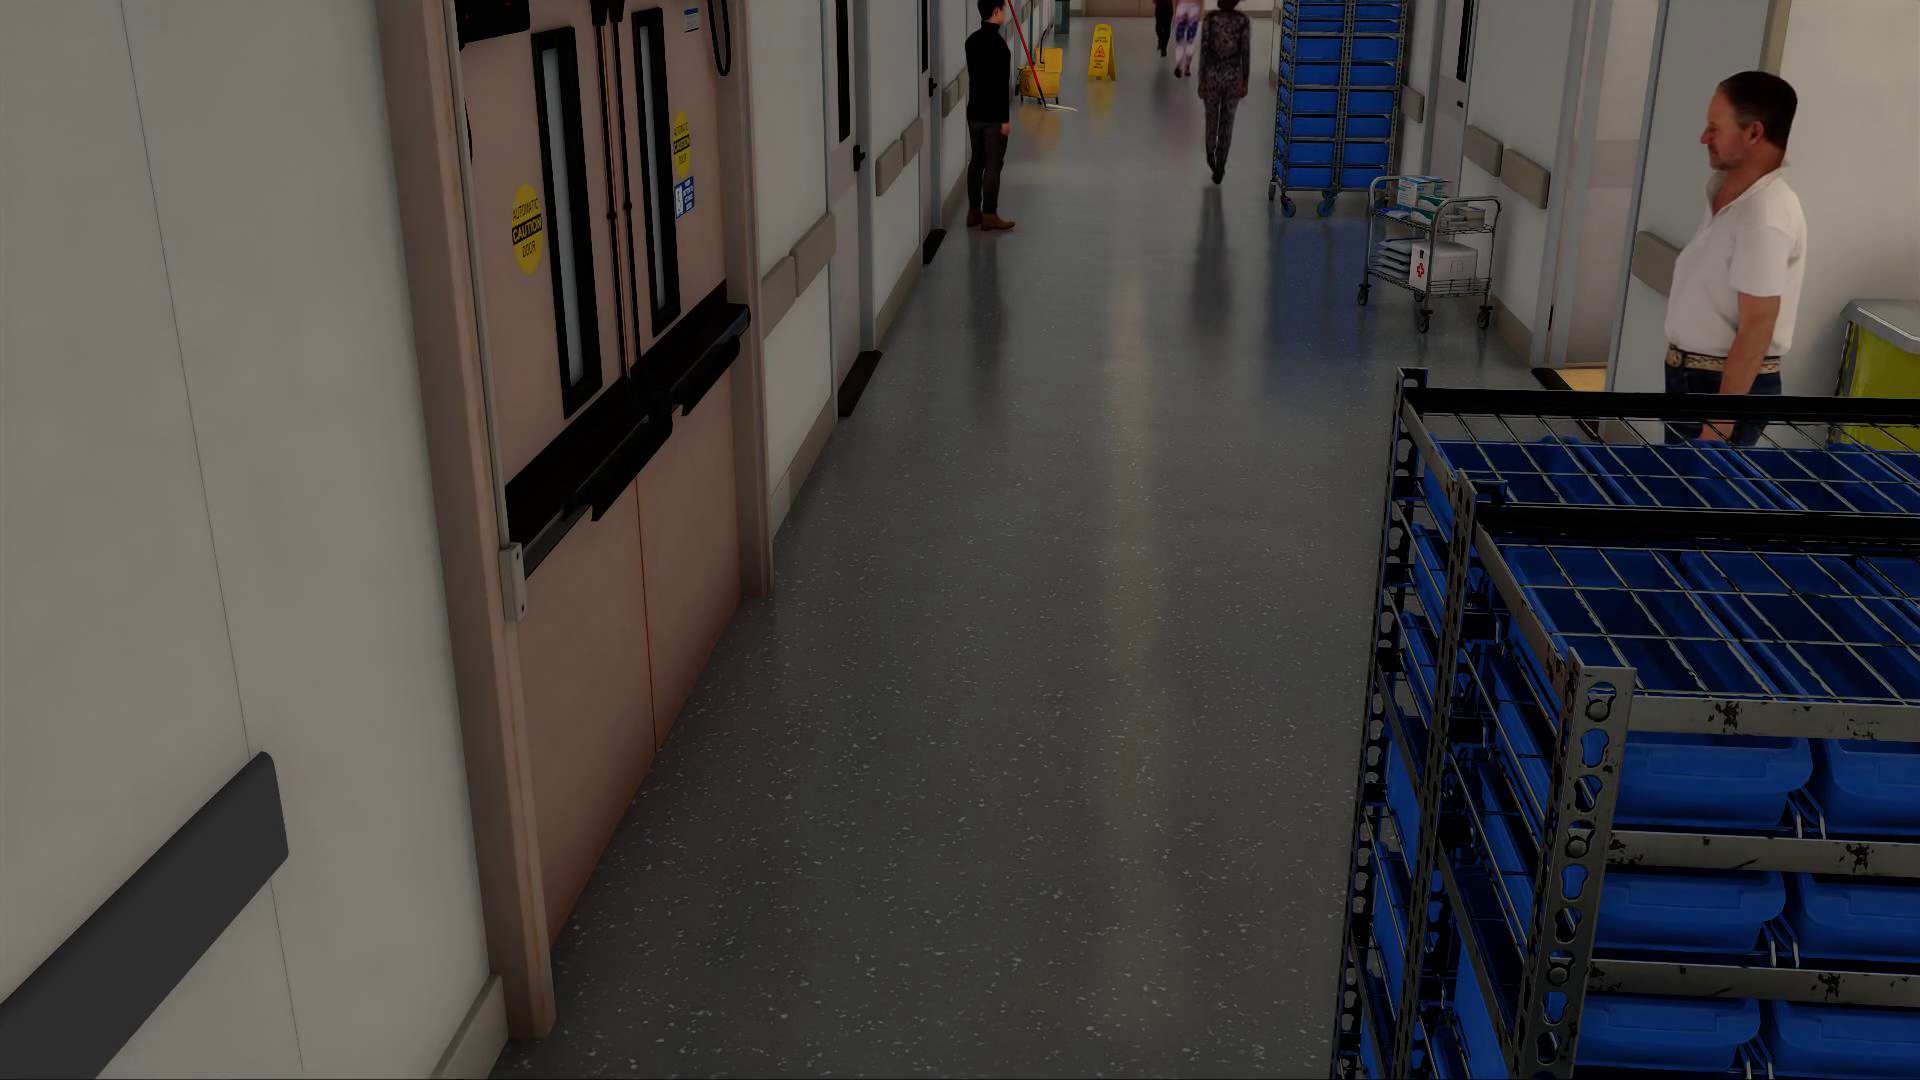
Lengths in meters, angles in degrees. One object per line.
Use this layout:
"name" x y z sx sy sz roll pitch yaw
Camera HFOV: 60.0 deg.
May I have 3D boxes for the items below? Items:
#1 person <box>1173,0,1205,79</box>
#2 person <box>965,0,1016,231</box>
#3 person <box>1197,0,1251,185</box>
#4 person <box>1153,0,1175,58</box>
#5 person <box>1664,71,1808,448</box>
"person" 3.196 -7.339 23.295 0.642 1.715 1.166 3 21 8
"person" 0.205 -3.174 12.288 0.780 1.723 0.678 -12 24 -28
"person" 2.246 -3.860 14.183 0.606 1.664 1.124 2 21 6
"person" 3.337 -8.680 26.937 0.587 1.644 0.735 3 21 7
"person" 2.201 -0.402 4.790 0.742 1.850 0.542 4 21 11
